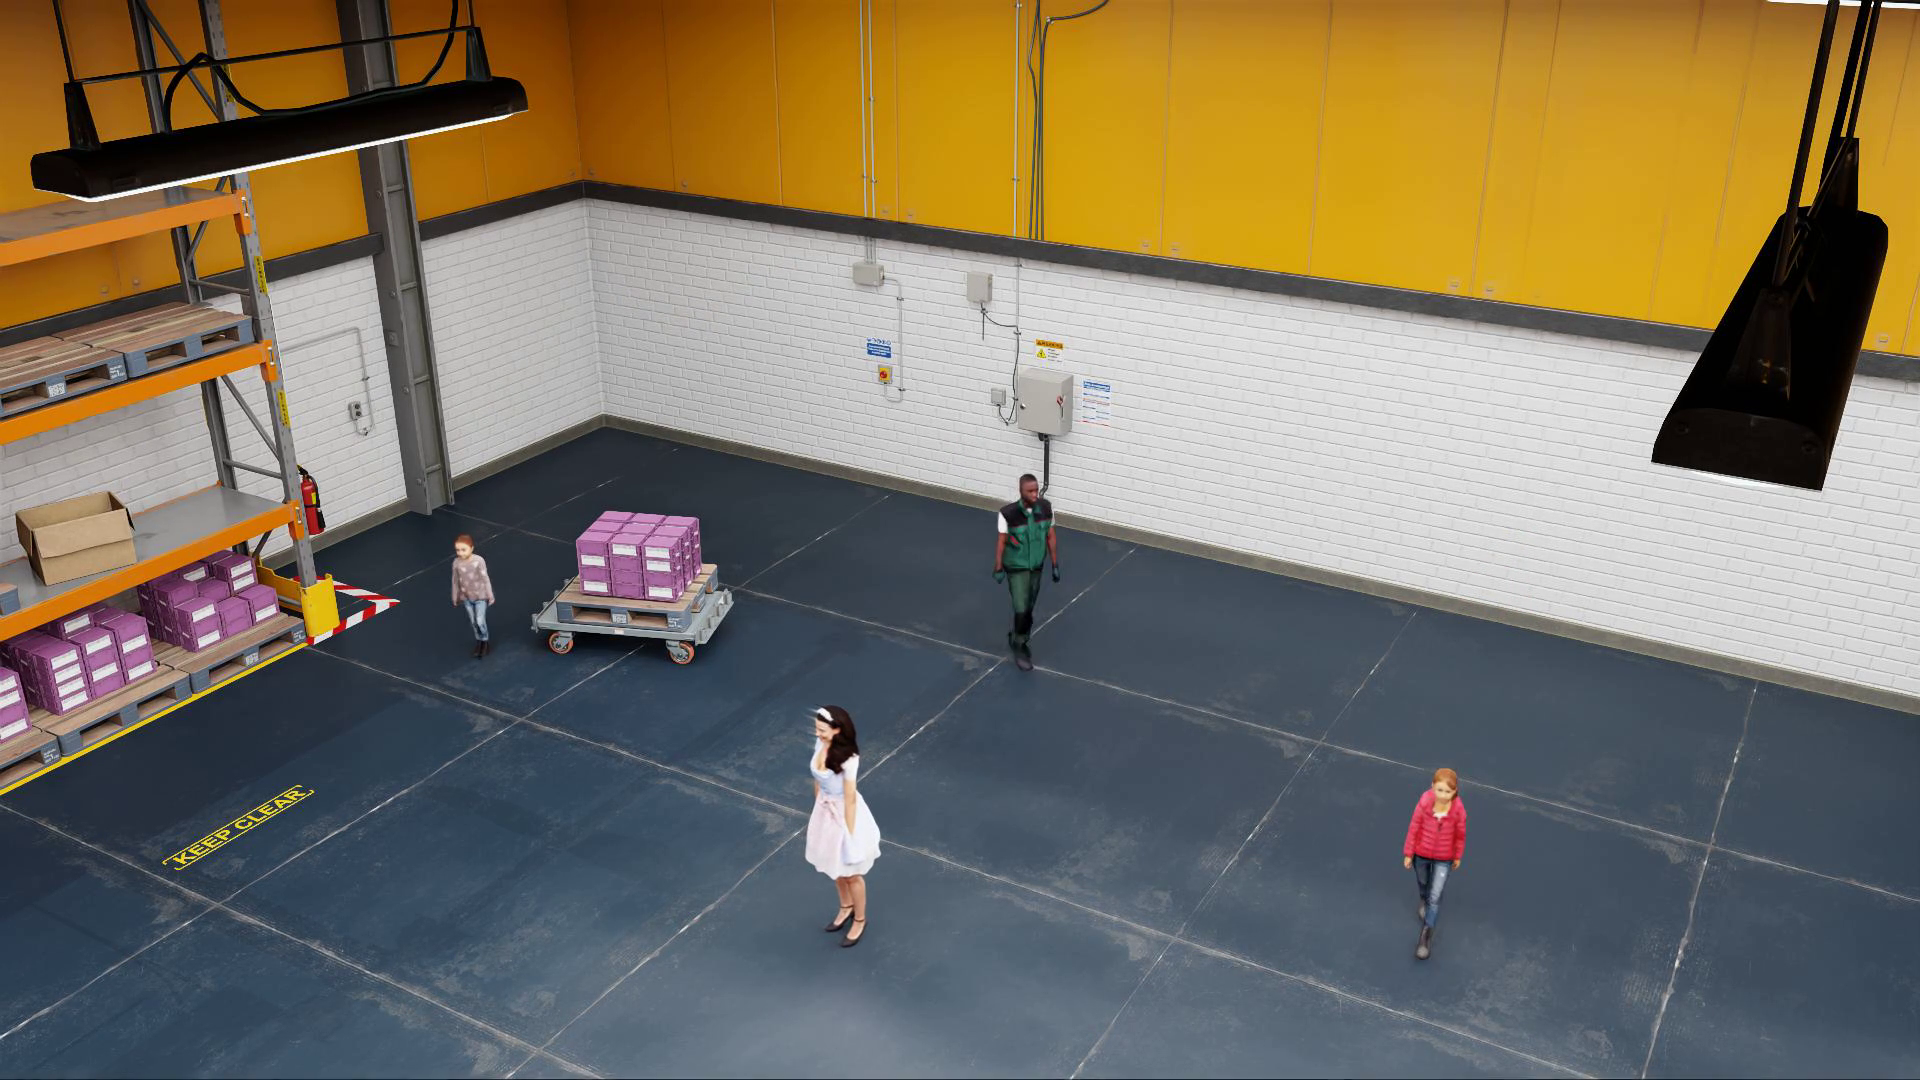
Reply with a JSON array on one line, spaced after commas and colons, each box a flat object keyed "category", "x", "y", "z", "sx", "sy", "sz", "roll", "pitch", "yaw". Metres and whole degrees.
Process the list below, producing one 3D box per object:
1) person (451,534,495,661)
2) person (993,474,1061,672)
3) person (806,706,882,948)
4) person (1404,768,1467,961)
[{"category": "person", "x": -4.339, "y": 0.471, "z": 14.923, "sx": 0.587, "sy": 1.185, "sz": 0.603, "roll": 3, "pitch": 24, "yaw": 6}, {"category": "person", "x": 0.529, "y": 0.217, "z": 14.723, "sx": 0.895, "sy": 1.810, "sz": 0.939, "roll": -13, "pitch": 27, "yaw": -27}, {"category": "person", "x": -0.788, "y": 1.872, "z": 10.944, "sx": 0.854, "sy": 1.805, "sz": 0.811, "roll": -16, "pitch": 28, "yaw": -32}, {"category": "person", "x": 3.168, "y": 2.076, "z": 11.124, "sx": 0.592, "sy": 1.288, "sz": 0.945, "roll": 9, "pitch": 25, "yaw": 20}]
